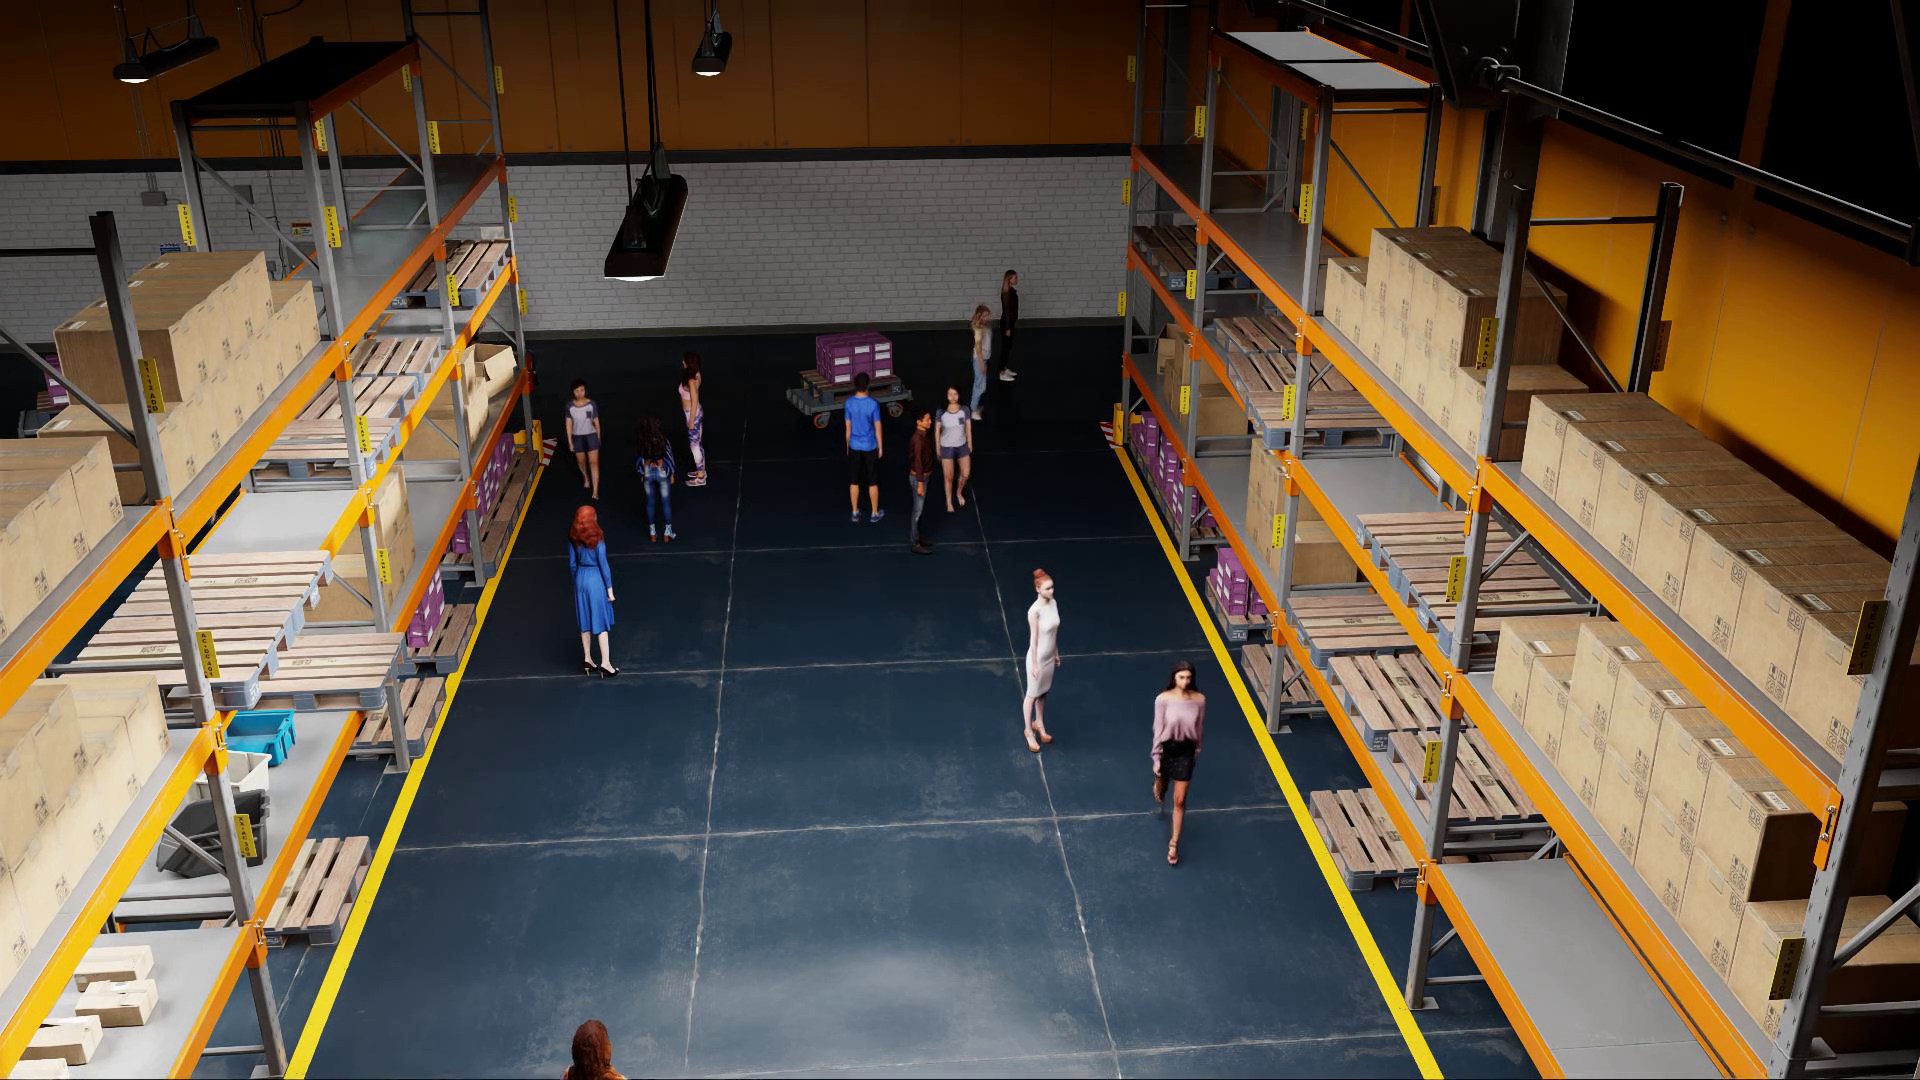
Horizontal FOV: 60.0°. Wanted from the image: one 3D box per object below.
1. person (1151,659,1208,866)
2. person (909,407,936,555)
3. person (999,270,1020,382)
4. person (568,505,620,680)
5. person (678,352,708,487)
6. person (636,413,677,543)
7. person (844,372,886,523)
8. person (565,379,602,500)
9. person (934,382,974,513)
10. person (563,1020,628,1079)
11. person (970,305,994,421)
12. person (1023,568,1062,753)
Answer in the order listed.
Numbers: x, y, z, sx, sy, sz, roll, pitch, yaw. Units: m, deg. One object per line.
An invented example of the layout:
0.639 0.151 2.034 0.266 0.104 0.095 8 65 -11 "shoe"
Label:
1.745 1.767 13.739 0.658 1.786 1.043 0 24 -1 "person"
-0.463 -0.715 19.424 0.753 1.780 0.545 4 24 8 "person"
0.732 -3.297 25.427 0.721 1.702 0.544 5 24 11 "person"
-3.665 0.517 16.546 0.715 1.827 0.738 11 26 24 "person"
-3.431 -1.578 21.414 0.651 1.767 0.469 -1 24 -2 "person"
-3.599 -0.754 19.715 0.657 1.617 0.609 3 24 6 "person"
-1.182 -1.126 20.257 0.663 1.866 0.627 4 24 9 "person"
-4.782 -1.314 21.122 0.614 1.516 1.035 -4 24 -9 "person"
-0.087 -1.178 20.593 0.670 1.692 0.634 -4 24 -8 "person"
-2.066 3.614 9.520 0.953 1.781 1.213 9 25 20 "person"
0.277 -2.571 23.767 0.837 1.701 0.569 -3 24 -6 "person"
0.739 1.098 15.263 0.696 1.791 0.619 16 28 33 "person"
